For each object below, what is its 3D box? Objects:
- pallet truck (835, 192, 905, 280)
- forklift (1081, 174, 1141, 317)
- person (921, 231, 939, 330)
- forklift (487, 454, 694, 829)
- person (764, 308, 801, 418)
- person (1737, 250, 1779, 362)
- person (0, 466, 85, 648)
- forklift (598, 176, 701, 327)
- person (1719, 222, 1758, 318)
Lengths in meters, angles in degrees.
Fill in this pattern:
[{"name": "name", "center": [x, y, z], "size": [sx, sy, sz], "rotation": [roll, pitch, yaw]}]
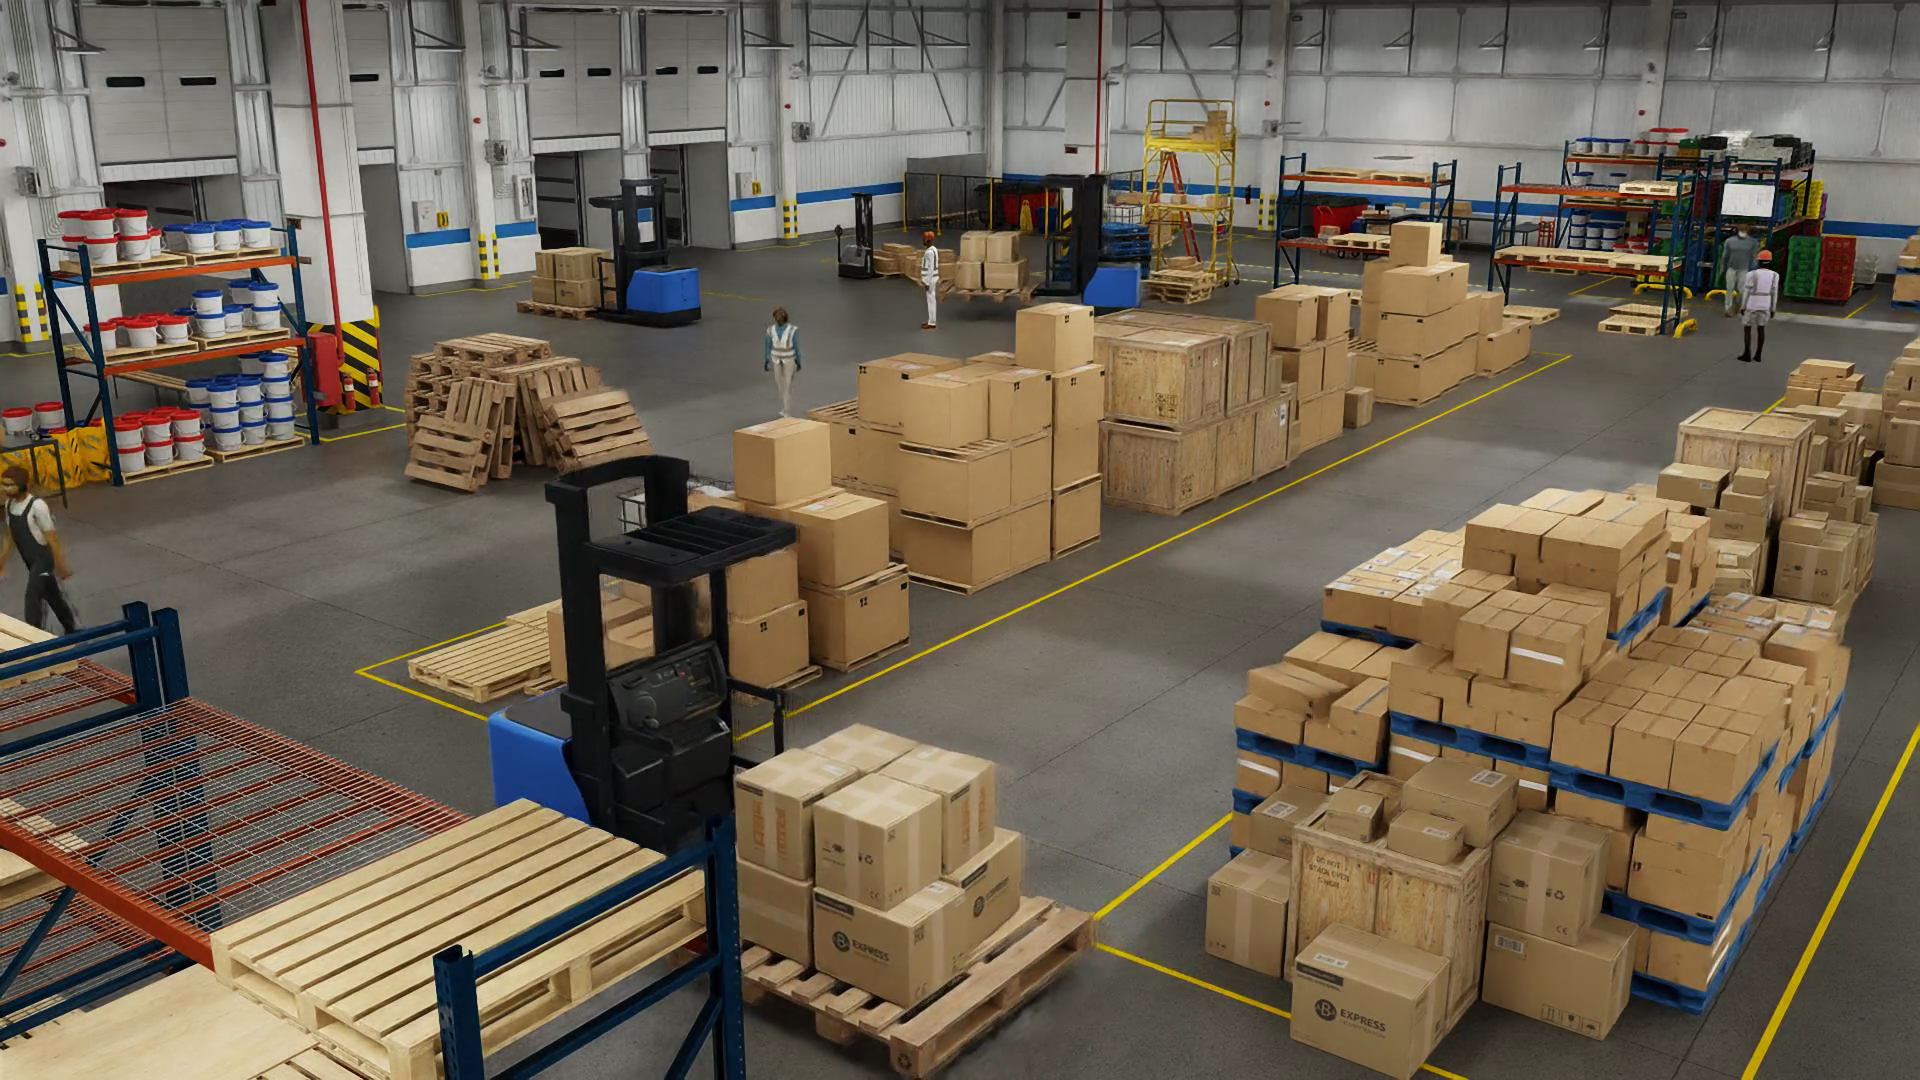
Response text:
[{"name": "pallet truck", "center": [-1.936, -7.159, 38.982], "size": [1.885, 1.965, 0.823], "rotation": [-12, 21, -34]}, {"name": "forklift", "center": [2.651, -5.828, 33.073], "size": [1.873, 2.768, 1.129], "rotation": [3, 17, 10]}, {"name": "person", "center": [-0.589, -4.983, 31.975], "size": [0.355, 1.883, 0.574], "rotation": [1, 17, 2]}, {"name": "forklift", "center": [-2.154, 0.882, 10.852], "size": [1.873, 2.768, 1.129], "rotation": [12, 21, 35]}, {"name": "person", "center": [-2.647, -2.596, 24.532], "size": [0.541, 1.608, 0.754], "rotation": [5, 17, 15]}, {"name": "person", "center": [13.829, -4.050, 28.822], "size": [0.557, 1.922, 0.405], "rotation": [0, 17, 0]}, {"name": "person", "center": [-8.352, 0.226, 14.854], "size": [0.516, 1.804, 0.909], "rotation": [12, 20, 34]}, {"name": "forklift", "center": [-6.138, -5.705, 32.666], "size": [1.873, 2.768, 1.129], "rotation": [12, 21, 35]}, {"name": "person", "center": [15.555, -5.401, 33.294], "size": [0.663, 1.919, 0.445], "rotation": [8, 19, 26]}]
